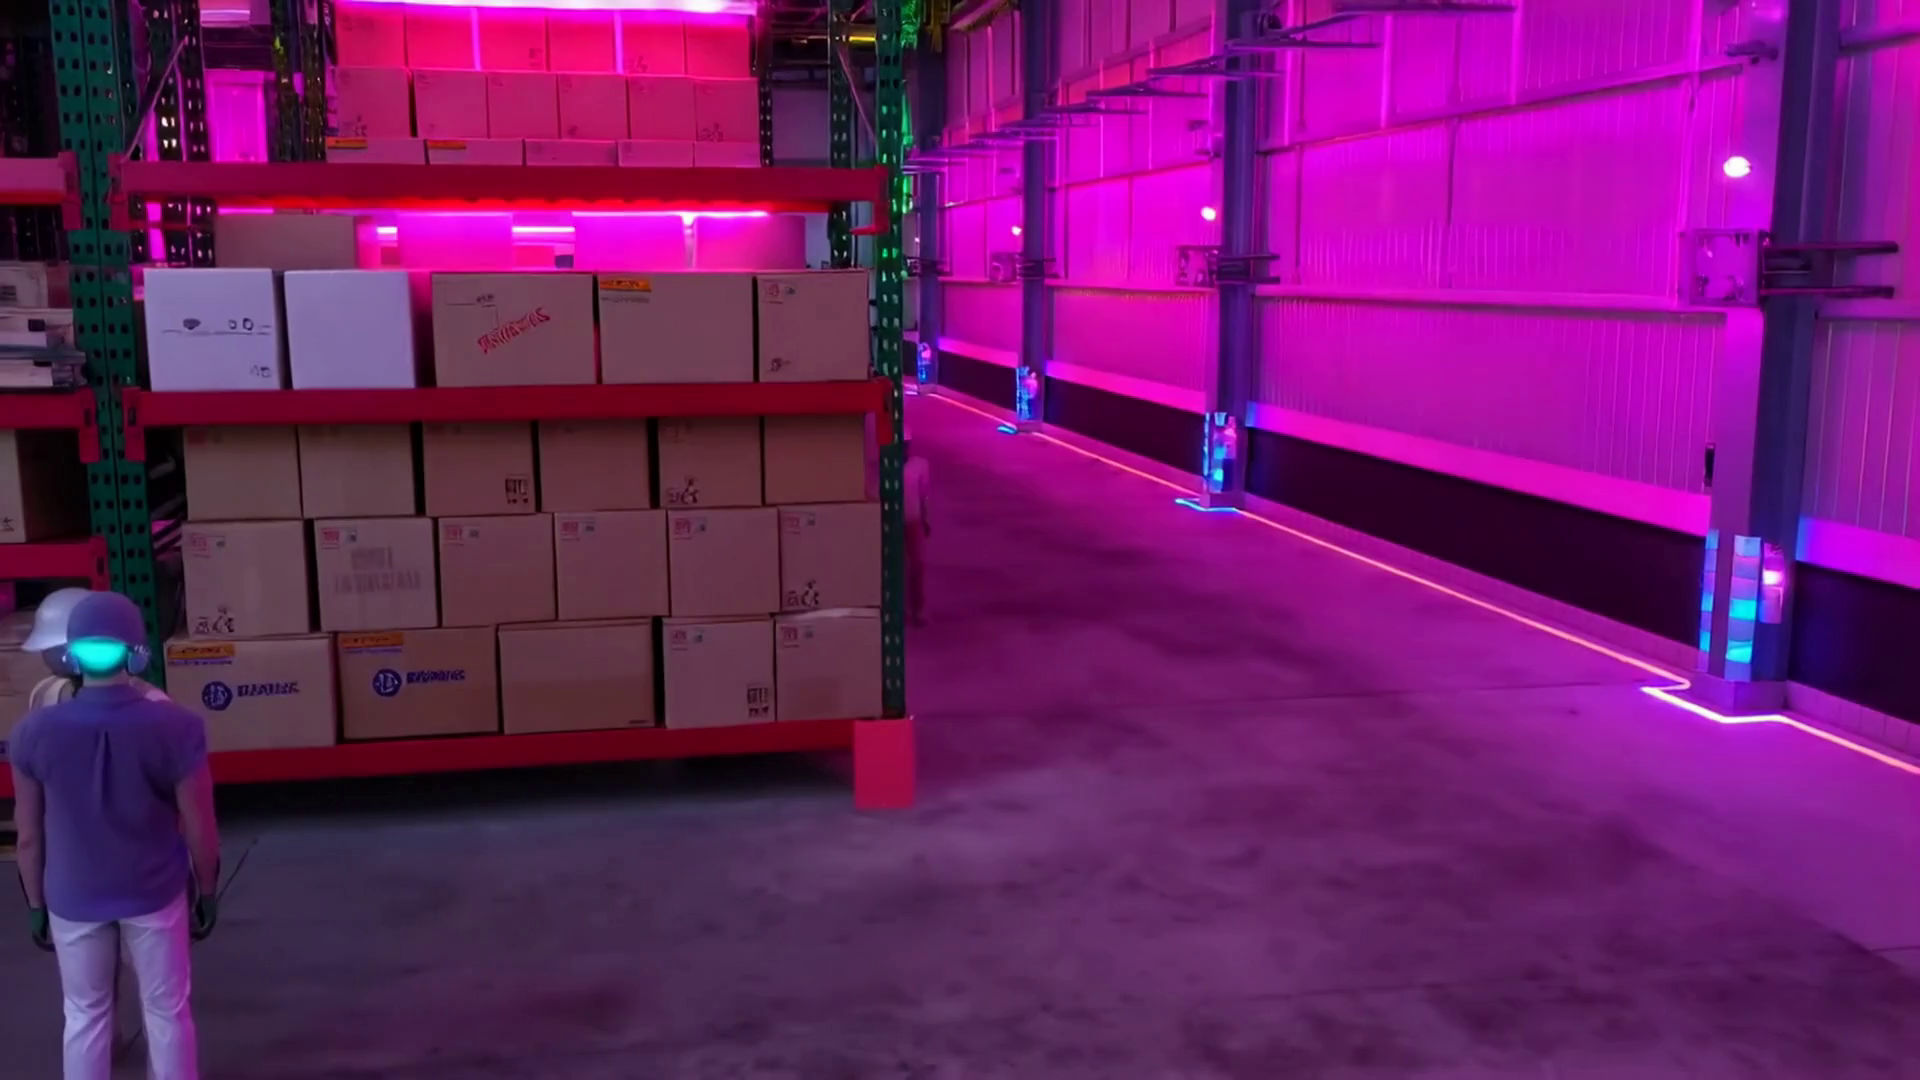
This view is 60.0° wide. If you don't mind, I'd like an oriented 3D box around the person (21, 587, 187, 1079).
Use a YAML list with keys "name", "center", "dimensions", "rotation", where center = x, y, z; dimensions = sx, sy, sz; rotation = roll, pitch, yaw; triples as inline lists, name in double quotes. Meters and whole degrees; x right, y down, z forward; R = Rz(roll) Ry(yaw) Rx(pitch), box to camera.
- name: "person"
  center: [-3.005, 1.114, 5.857]
  dimensions: [0.607, 1.943, 0.403]
  rotation: [3, 10, 17]

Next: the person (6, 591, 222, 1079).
- name: "person"
  center: [-2.768, 1.154, 5.505]
  dimensions: [0.608, 1.986, 0.400]
  rotation: [-3, 10, -19]

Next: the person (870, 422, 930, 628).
- name: "person"
  center: [-0.487, -0.125, 14.020]
  dimensions: [0.547, 1.743, 0.671]
  rotation: [-2, 10, -15]
